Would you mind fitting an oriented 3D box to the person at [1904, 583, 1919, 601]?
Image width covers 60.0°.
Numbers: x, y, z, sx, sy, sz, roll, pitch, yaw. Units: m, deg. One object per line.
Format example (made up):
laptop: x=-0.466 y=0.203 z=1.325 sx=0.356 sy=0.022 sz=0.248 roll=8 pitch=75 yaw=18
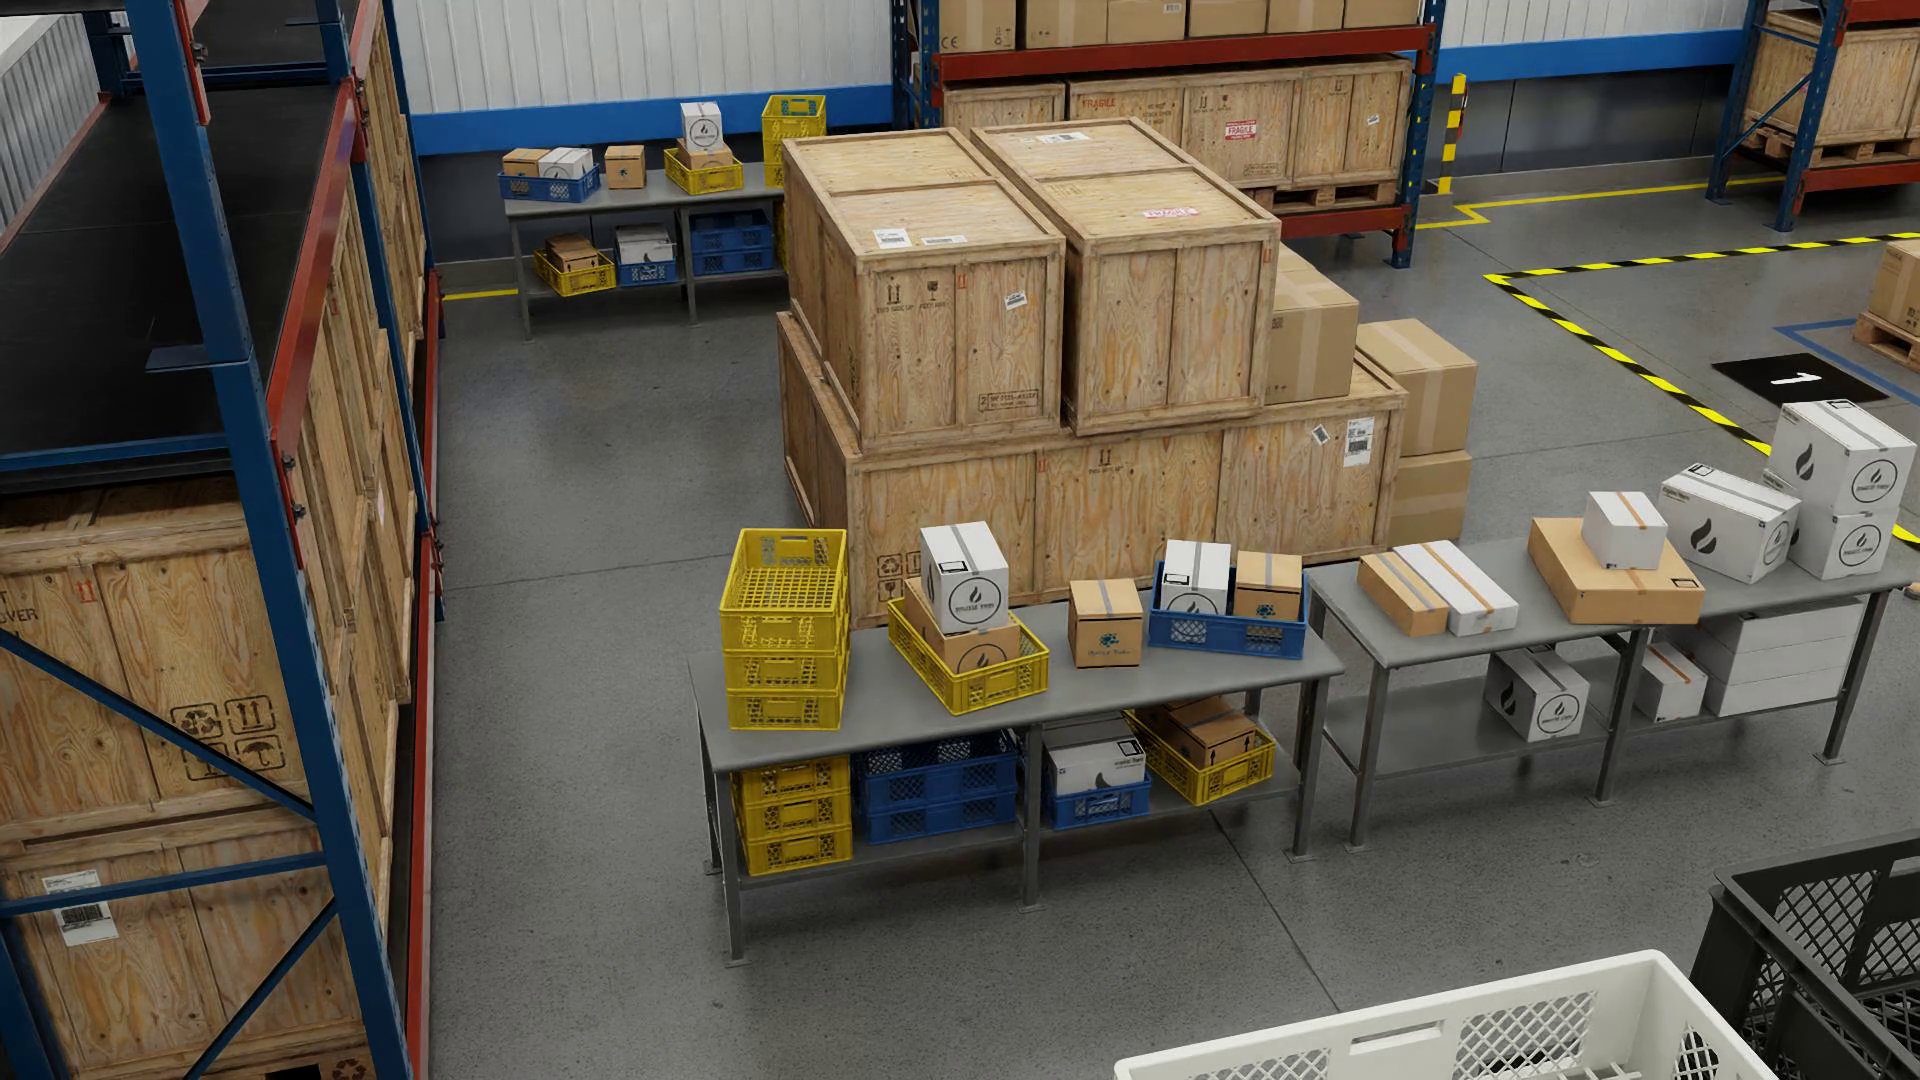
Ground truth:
person: x=5.186 y=-0.493 z=8.174 sx=0.373 sy=2.046 sz=0.604 roll=0 pitch=29 yaw=0
